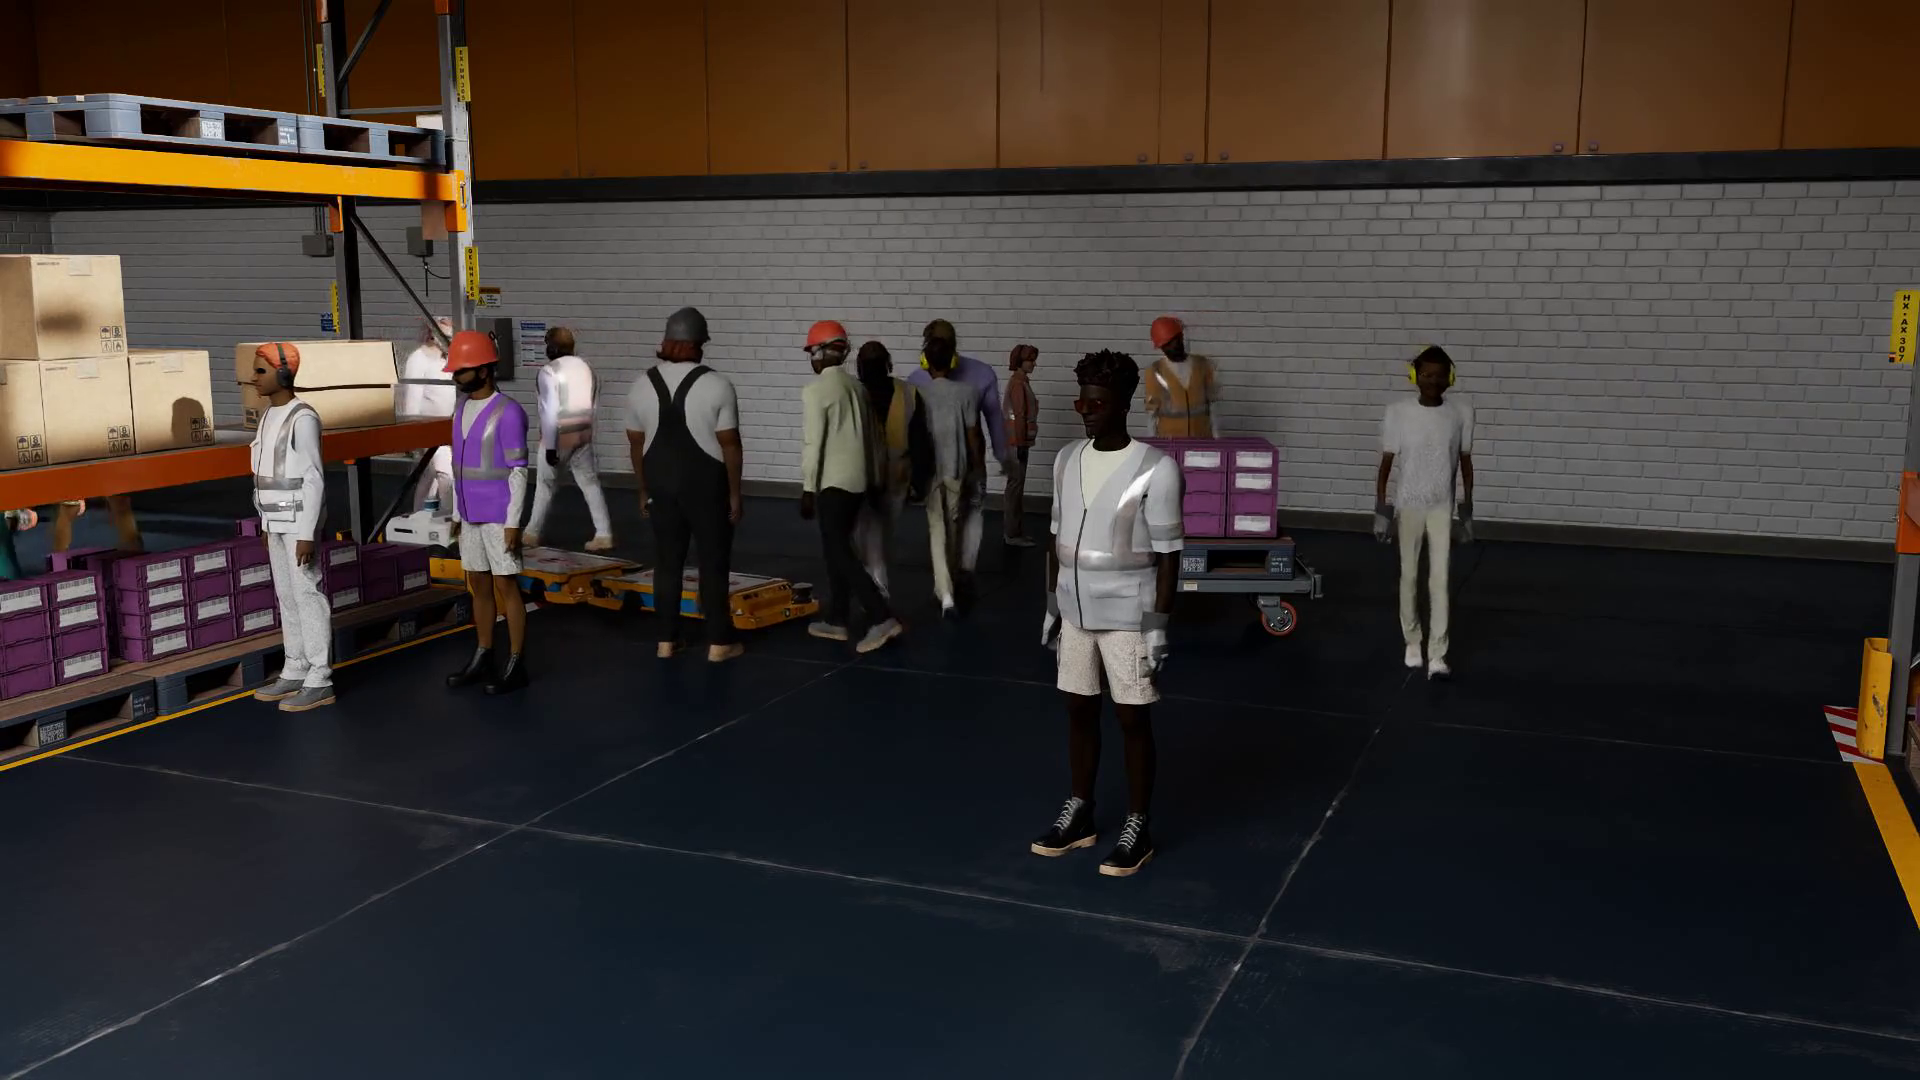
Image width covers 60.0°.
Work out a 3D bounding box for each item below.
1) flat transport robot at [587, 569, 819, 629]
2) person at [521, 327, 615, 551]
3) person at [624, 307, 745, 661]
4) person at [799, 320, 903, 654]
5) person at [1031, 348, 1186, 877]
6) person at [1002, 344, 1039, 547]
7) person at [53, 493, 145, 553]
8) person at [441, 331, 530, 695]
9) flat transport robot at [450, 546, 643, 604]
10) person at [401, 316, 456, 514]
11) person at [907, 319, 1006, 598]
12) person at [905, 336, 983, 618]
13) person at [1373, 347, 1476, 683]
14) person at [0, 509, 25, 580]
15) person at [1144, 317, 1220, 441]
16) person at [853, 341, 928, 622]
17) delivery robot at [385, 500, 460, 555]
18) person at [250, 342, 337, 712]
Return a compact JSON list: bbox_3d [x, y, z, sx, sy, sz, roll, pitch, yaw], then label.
[{"bbox_3d":[-1.684,0.355,10.844,1.431,0.197,0.652,6,11,32],"label":"flat transport robot"},{"bbox_3d":[-3.150,-0.802,13.273,0.979,1.790,0.648,5,11,30],"label":"person"},{"bbox_3d":[-1.544,-0.328,9.628,0.682,2.000,0.536,2,10,14],"label":"person"},{"bbox_3d":[-0.639,-0.328,9.915,0.750,1.957,0.637,5,10,26],"label":"person"},{"bbox_3d":[0.550,0.267,6.246,0.604,1.966,0.367,9,13,43],"label":"person"},{"bbox_3d":[0.487,-0.765,13.498,0.311,1.636,0.523,0,9,1],"label":"person"},{"bbox_3d":[-5.903,-0.593,11.386,1.021,1.986,0.626,3,10,19],"label":"person"},{"bbox_3d":[-2.527,-0.140,8.830,0.542,1.930,0.374,7,12,36],"label":"person"},{"bbox_3d":[-2.897,0.226,11.619,1.431,0.197,0.652,7,12,38],"label":"flat transport robot"},{"bbox_3d":[-4.082,-0.837,13.253,0.843,1.861,0.666,1,9,8],"label":"person"},{"bbox_3d":[-0.021,-0.538,11.300,0.723,1.911,0.603,-2,10,-13],"label":"person"},{"bbox_3d":[-0.116,-0.418,10.889,0.537,1.817,0.978,-2,10,-10],"label":"person"},{"bbox_3d":[2.551,-0.136,9.110,0.556,1.821,0.947,2,10,12],"label":"person"},{"bbox_3d":[-5.724,-0.186,9.660,0.552,1.740,0.680,8,12,38],"label":"person"},{"bbox_3d":[1.738,-0.746,12.658,0.700,1.888,0.361,-2,10,-10],"label":"person"},{"bbox_3d":[-0.492,-0.346,10.473,0.613,1.788,0.935,-4,10,-21],"label":"person"},{"bbox_3d":[-3.859,-0.053,12.171,0.707,0.478,0.477,5,10,28],"label":"delivery robot"},{"bbox_3d":[-3.444,-0.070,8.541,0.355,1.883,0.575,-9,13,-43],"label":"person"}]
